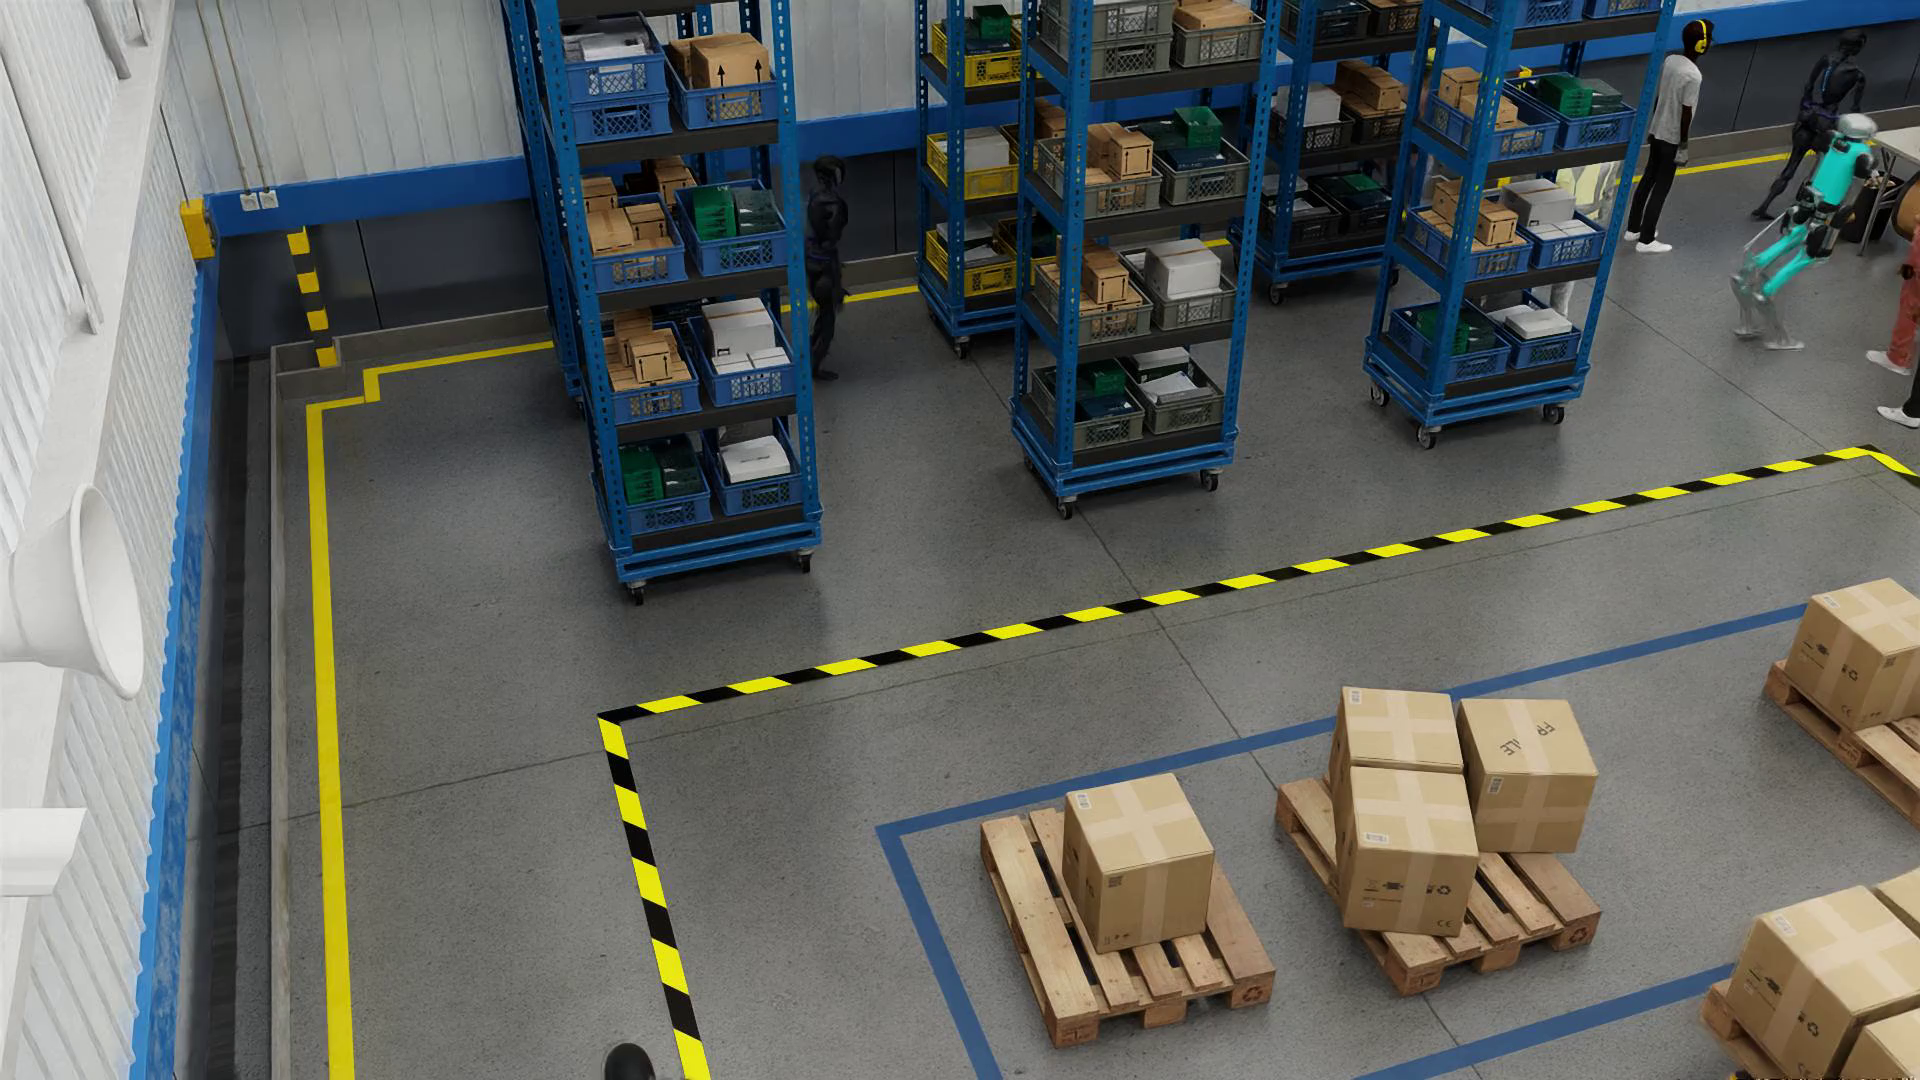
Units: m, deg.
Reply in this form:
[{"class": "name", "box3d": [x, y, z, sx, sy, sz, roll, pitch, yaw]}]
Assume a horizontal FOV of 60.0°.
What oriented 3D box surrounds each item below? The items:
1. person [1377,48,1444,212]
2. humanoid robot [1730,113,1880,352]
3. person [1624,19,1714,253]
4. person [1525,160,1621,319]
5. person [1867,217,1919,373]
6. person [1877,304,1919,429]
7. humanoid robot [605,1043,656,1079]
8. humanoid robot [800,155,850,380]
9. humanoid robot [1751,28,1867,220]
[{"class": "person", "box3d": [3.538, -2.995, 13.031, 0.541, 1.727, 0.685, -1, 35, -1]}, {"class": "humanoid robot", "box3d": [5.873, -2.143, 11.816, 0.806, 1.765, 0.533, -5, 35, -7]}, {"class": "person", "box3d": [5.648, -3.198, 13.212, 0.340, 1.865, 0.515, -4, 35, -5]}, {"class": "person", "box3d": [4.277, -2.219, 11.836, 0.634, 1.841, 0.429, 5, 36, 7]}, {"class": "person", "box3d": [6.791, -2.013, 11.483, 0.634, 1.908, 0.472, -16, 38, -22]}, {"class": "person", "box3d": [6.545, -1.602, 10.957, 0.587, 1.848, 0.398, -13, 37, -17]}, {"class": "humanoid robot", "box3d": [-1.076, 2.234, 5.712, 0.613, 1.646, 0.745, -18, 39, -23]}, {"class": "humanoid robot", "box3d": [-0.946, -1.881, 11.503, 0.377, 1.633, 0.602, -7, 36, -9]}, {"class": "humanoid robot", "box3d": [7.078, -3.413, 13.728, 0.787, 1.640, 0.601, -12, 37, -17]}]
